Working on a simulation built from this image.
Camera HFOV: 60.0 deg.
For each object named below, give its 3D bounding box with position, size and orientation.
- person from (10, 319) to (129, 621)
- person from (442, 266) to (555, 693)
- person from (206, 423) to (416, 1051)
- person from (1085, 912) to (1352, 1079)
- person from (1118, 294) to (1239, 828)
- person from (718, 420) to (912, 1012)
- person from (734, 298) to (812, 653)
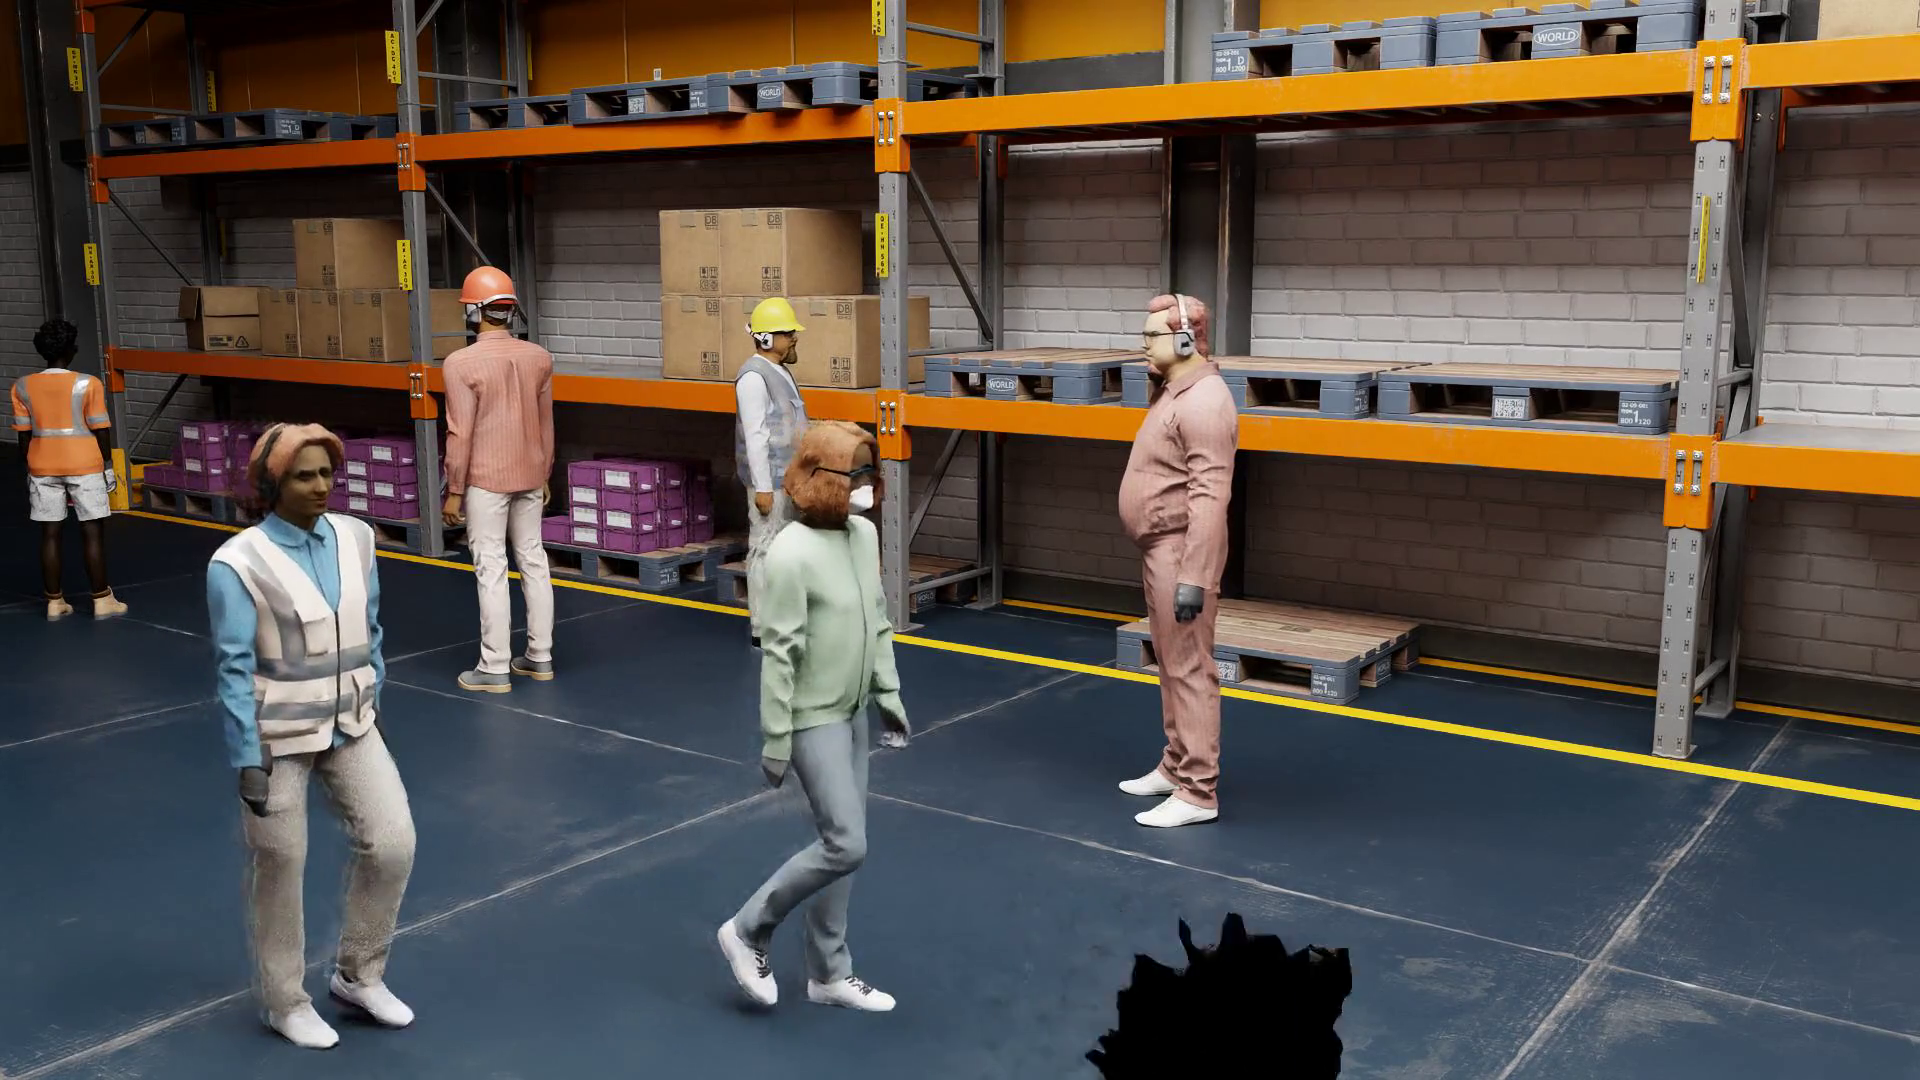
[{"bbox_3d":[-5.013,-0.385,9.352,0.531,1.698,0.320,0,10,-2],"label":"person"},{"bbox_3d":[-2.172,-0.280,7.844,0.377,1.995,0.608,7,12,35],"label":"person"},{"bbox_3d":[-1.623,0.514,4.206,0.483,1.619,0.546,5,11,28],"label":"person"},{"bbox_3d":[0.062,1.012,1.105,0.564,1.657,0.548,1,10,7],"label":"person"},{"bbox_3d":[0.771,0.074,6.001,0.407,1.904,0.654,0,10,-2],"label":"person"},{"bbox_3d":[-0.367,0.483,4.427,0.408,1.616,0.497,4,10,20],"label":"person"},{"bbox_3d":[-0.952,-0.332,8.631,0.403,1.834,0.589,1,10,7],"label":"person"}]
